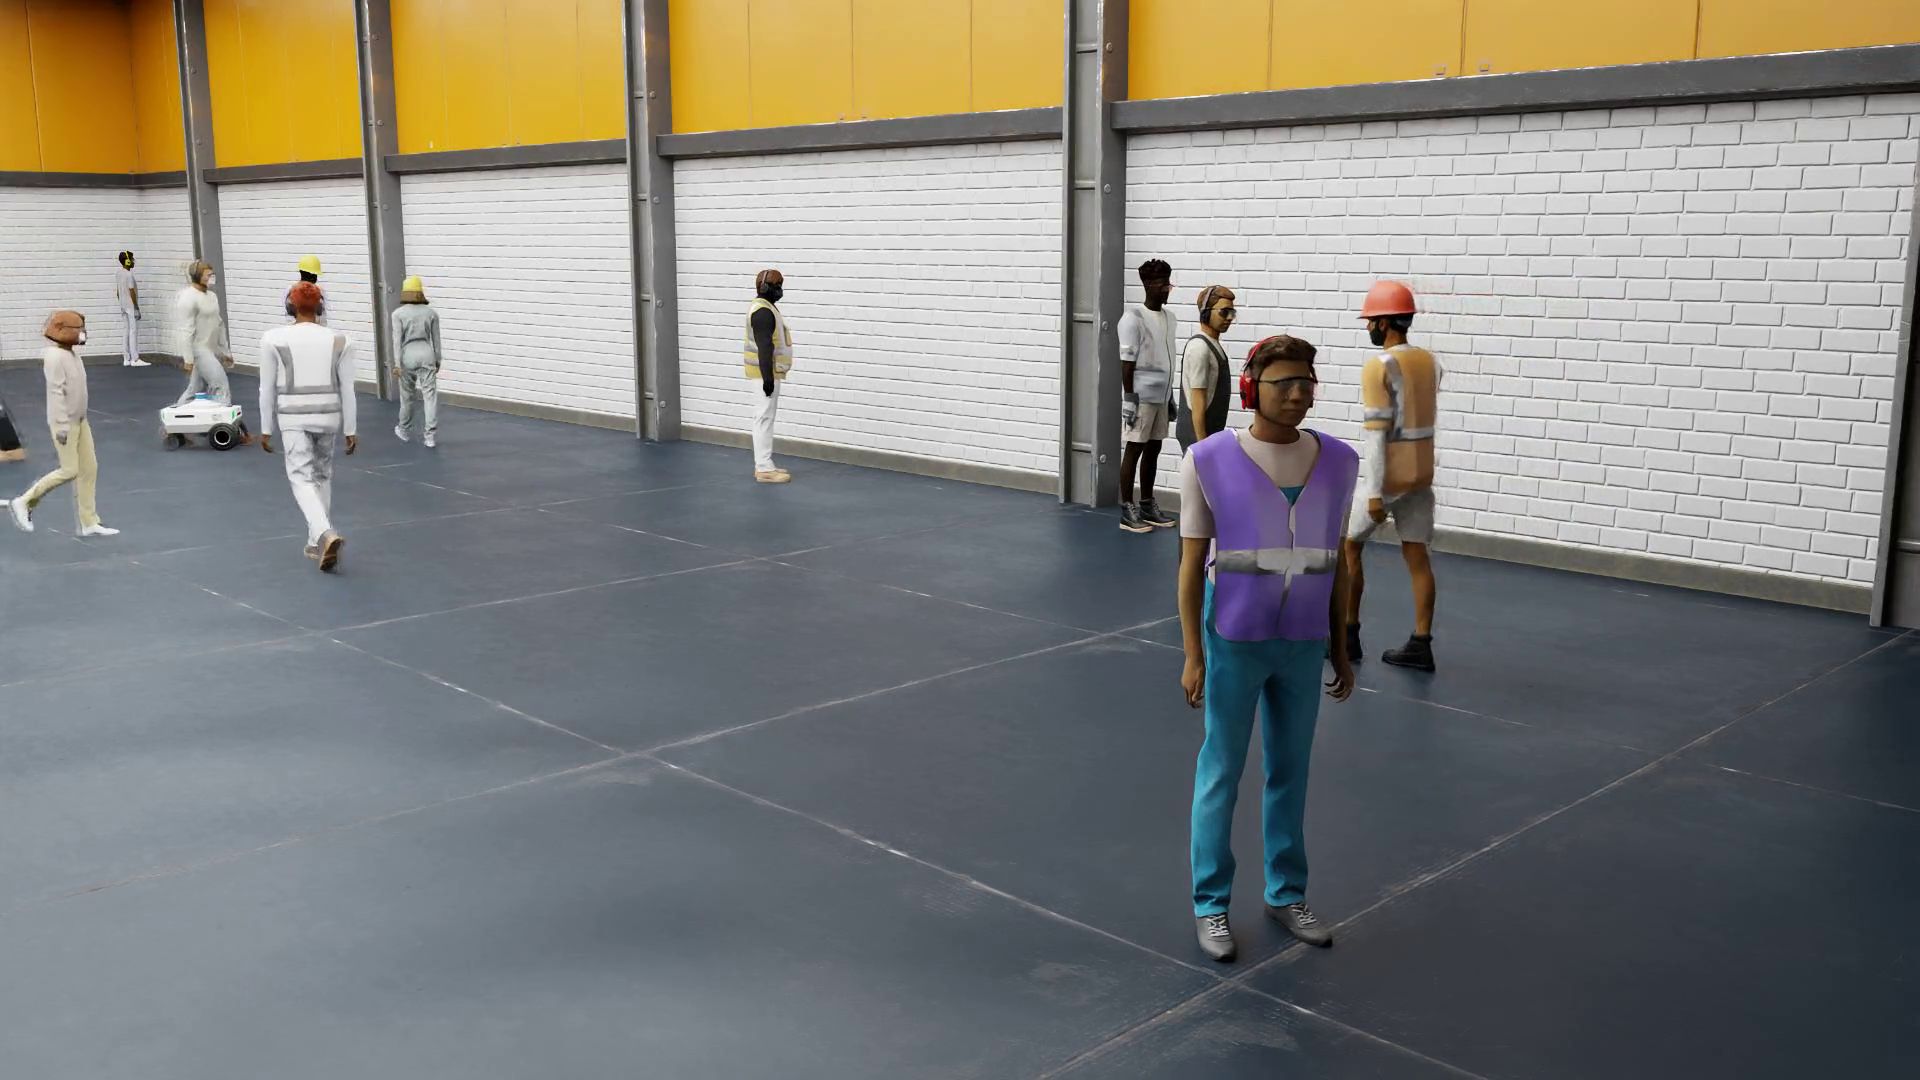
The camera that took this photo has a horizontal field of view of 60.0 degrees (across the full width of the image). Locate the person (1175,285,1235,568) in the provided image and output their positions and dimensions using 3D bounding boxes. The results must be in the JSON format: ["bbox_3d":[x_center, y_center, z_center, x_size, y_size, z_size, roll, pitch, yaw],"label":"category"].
[{"bbox_3d":[1.456,-0.578,9.837,0.351,1.843,0.506,3,11,16],"label":"person"}]

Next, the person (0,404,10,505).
[{"bbox_3d":[-7.740,-1.052,13.011,0.306,1.631,0.548,2,11,9],"label":"person"}]

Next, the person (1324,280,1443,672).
[{"bbox_3d":[2.091,-0.318,8.246,0.571,1.908,0.771,-7,12,-33],"label":"person"}]

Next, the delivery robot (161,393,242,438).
[{"bbox_3d":[-7.585,-1.227,16.636,0.707,0.478,0.477,-2,11,-11],"label":"delivery robot"}]

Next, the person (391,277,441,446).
[{"bbox_3d":[-5.560,-1.824,16.995,0.513,1.696,0.875,-7,12,-33],"label":"person"}]

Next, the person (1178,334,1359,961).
[{"bbox_3d":[0.910,0.311,4.969,0.567,1.849,0.389,-3,11,-17],"label":"person"}]

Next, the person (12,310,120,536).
[{"bbox_3d":[-6.346,-0.812,11.729,0.588,1.612,0.515,-1,10,-4],"label":"person"}]

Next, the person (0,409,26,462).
[{"bbox_3d":[-9.375,-1.730,15.579,1.038,2.000,0.679,-3,11,-18],"label":"person"}]

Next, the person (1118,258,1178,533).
[{"bbox_3d":[1.376,-1.049,12.065,0.370,1.966,0.608,9,14,40],"label":"person"}]

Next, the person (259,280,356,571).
[{"bbox_3d":[-4.162,-0.736,10.703,0.595,1.857,0.898,-7,13,-35],"label":"person"}]

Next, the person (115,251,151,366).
[{"bbox_3d":[-13.574,-3.779,27.215,0.519,1.873,0.328,8,13,37],"label":"person"}]

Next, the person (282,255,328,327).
[{"bbox_3d":[-7.066,-2.135,18.121,0.375,1.919,0.584,4,11,21],"label":"person"}]

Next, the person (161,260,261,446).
[{"bbox_3d":[-7.673,-1.881,16.818,1.009,1.895,0.648,-1,10,-3],"label":"person"}]

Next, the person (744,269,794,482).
[{"bbox_3d":[-1.663,-1.430,14.497,0.430,1.841,0.624,-1,10,-7],"label":"person"}]
